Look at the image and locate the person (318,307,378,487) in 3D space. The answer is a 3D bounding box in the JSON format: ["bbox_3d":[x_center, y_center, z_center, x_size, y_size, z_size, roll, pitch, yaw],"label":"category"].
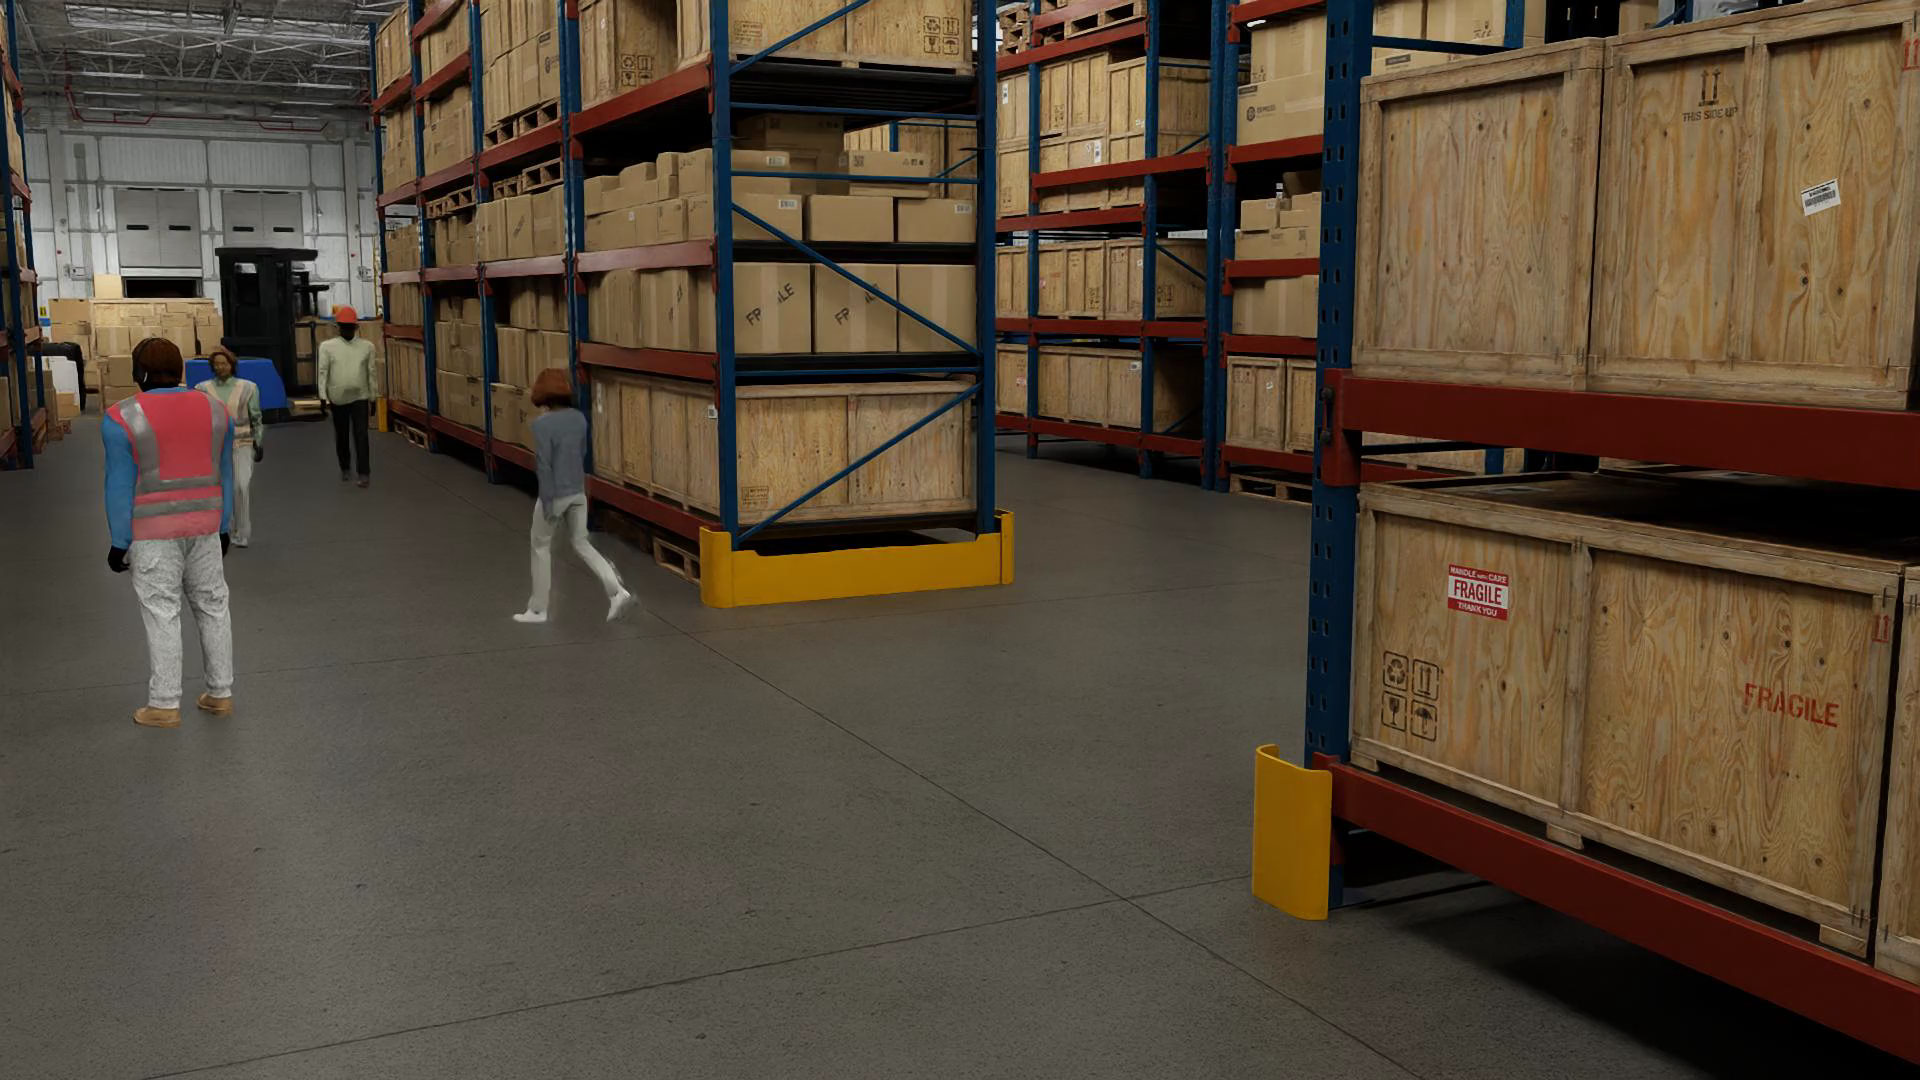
[{"bbox_3d":[-6.660,-1.561,18.107,0.621,1.948,1.039,-4,9,-23],"label":"person"}]

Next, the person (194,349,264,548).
[{"bbox_3d":[-5.943,-0.731,13.458,0.535,1.605,0.744,-2,8,-12],"label":"person"}]

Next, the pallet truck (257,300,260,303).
[{"bbox_3d":[-23.913,-7.404,58.171,1.885,1.965,0.823,-1,8,-9],"label":"pallet truck"}]

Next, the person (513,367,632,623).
[{"bbox_3d":[-2.411,-0.266,10.293,0.713,1.603,0.505,5,9,29],"label":"person"}]

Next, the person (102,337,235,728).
[{"bbox_3d":[-3.749,-0.035,7.894,0.430,1.845,0.624,6,10,36],"label":"person"}]

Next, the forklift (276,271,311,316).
[{"bbox_3d":[-19.394,-6.432,48.444,1.873,2.768,1.129,6,10,35],"label":"forklift"}]

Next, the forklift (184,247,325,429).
[{"bbox_3d":[-11.158,-3.199,26.144,1.129,2.768,1.873,3,9,19],"label":"forklift"}]
